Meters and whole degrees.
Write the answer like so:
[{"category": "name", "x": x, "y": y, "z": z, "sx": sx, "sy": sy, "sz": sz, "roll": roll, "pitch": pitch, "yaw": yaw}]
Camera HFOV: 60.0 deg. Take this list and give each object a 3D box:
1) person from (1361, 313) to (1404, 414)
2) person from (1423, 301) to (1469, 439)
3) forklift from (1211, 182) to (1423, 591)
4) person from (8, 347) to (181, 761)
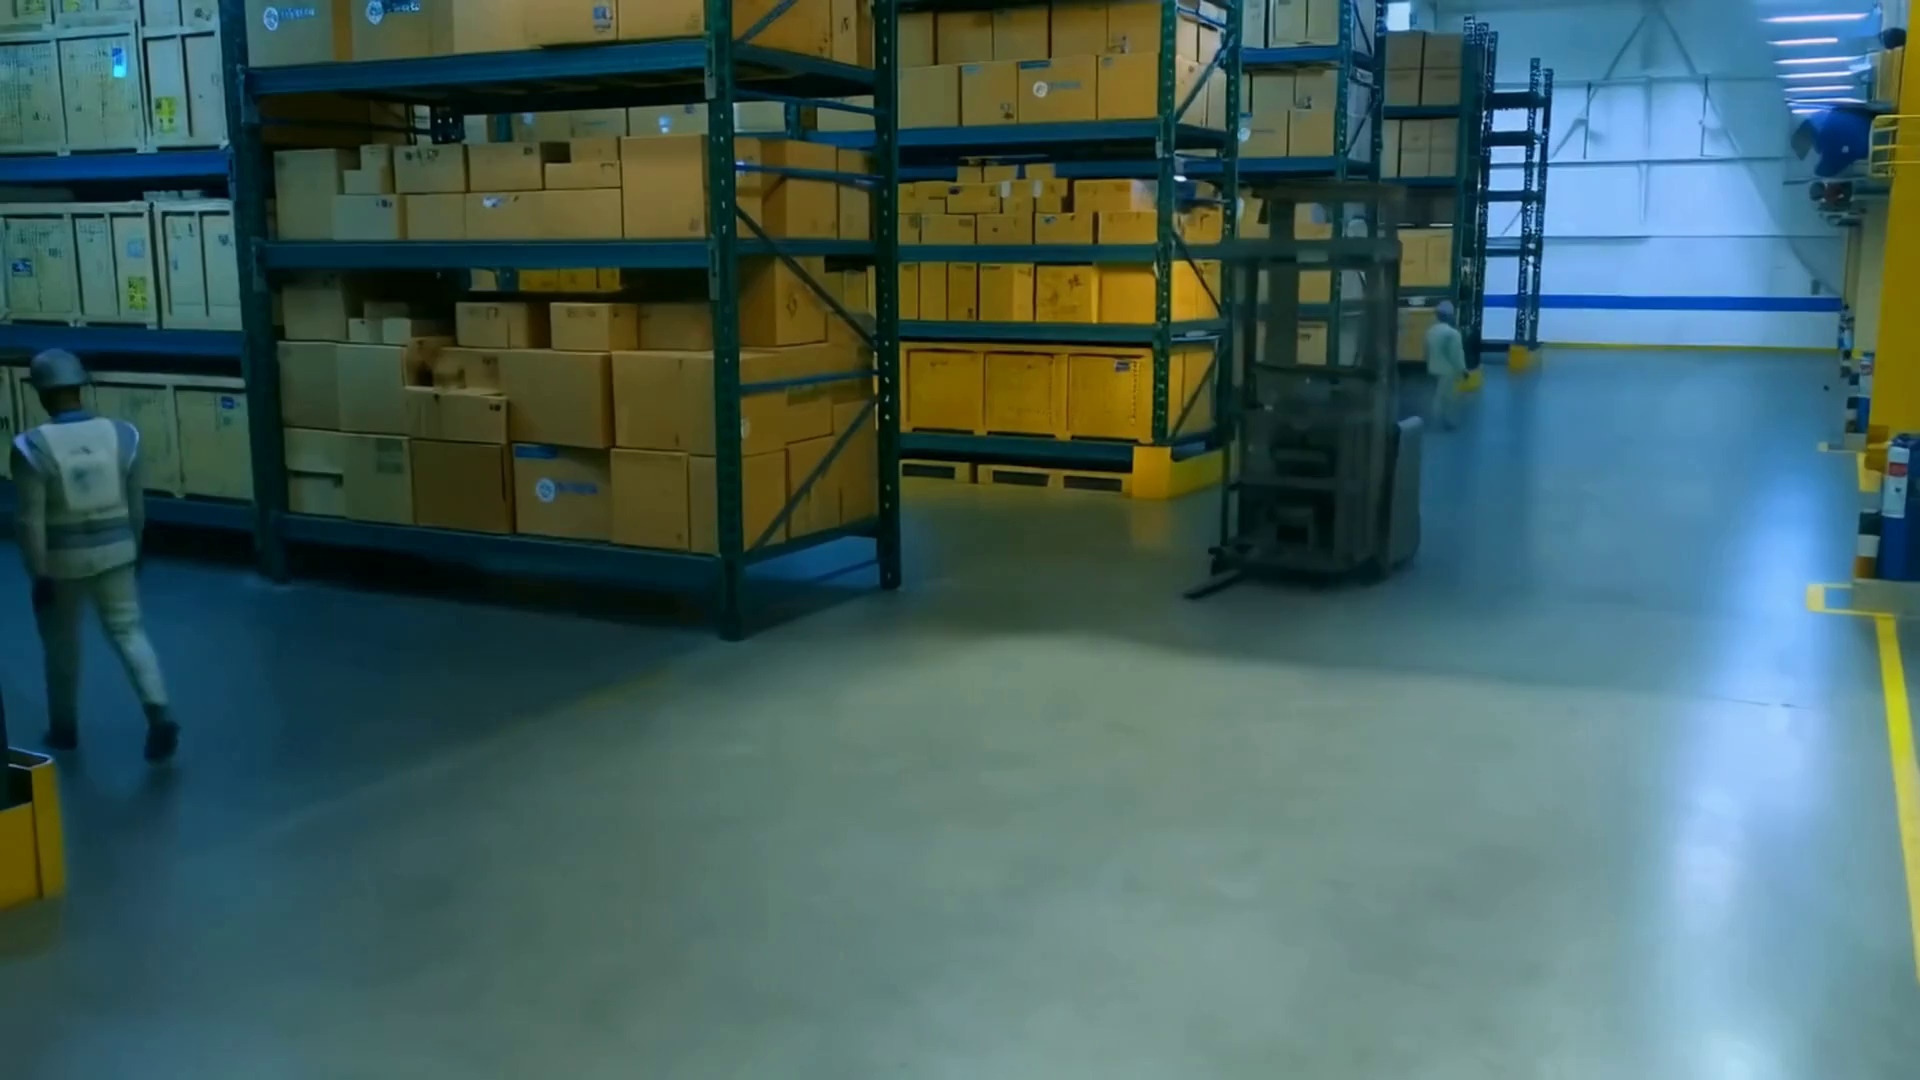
[{"category": "person", "x": 5.384, "y": -2.114, "z": 21.204, "sx": 0.843, "sy": 1.593, "sz": 0.570, "roll": -3, "pitch": 10, "yaw": -16}, {"category": "person", "x": 6.109, "y": -2.138, "z": 20.946, "sx": 0.514, "sy": 1.718, "sz": 0.608, "roll": -4, "pitch": 10, "yaw": -21}, {"category": "forklift", "x": 2.701, "y": -1.192, "z": 12.149, "sx": 1.129, "sy": 2.768, "sz": 1.873, "roll": 5, "pitch": 11, "yaw": 27}, {"category": "person", "x": -3.979, "y": 0.074, "z": 7.623, "sx": 0.896, "sy": 1.915, "sz": 0.606, "roll": 8, "pitch": 13, "yaw": 38}]
